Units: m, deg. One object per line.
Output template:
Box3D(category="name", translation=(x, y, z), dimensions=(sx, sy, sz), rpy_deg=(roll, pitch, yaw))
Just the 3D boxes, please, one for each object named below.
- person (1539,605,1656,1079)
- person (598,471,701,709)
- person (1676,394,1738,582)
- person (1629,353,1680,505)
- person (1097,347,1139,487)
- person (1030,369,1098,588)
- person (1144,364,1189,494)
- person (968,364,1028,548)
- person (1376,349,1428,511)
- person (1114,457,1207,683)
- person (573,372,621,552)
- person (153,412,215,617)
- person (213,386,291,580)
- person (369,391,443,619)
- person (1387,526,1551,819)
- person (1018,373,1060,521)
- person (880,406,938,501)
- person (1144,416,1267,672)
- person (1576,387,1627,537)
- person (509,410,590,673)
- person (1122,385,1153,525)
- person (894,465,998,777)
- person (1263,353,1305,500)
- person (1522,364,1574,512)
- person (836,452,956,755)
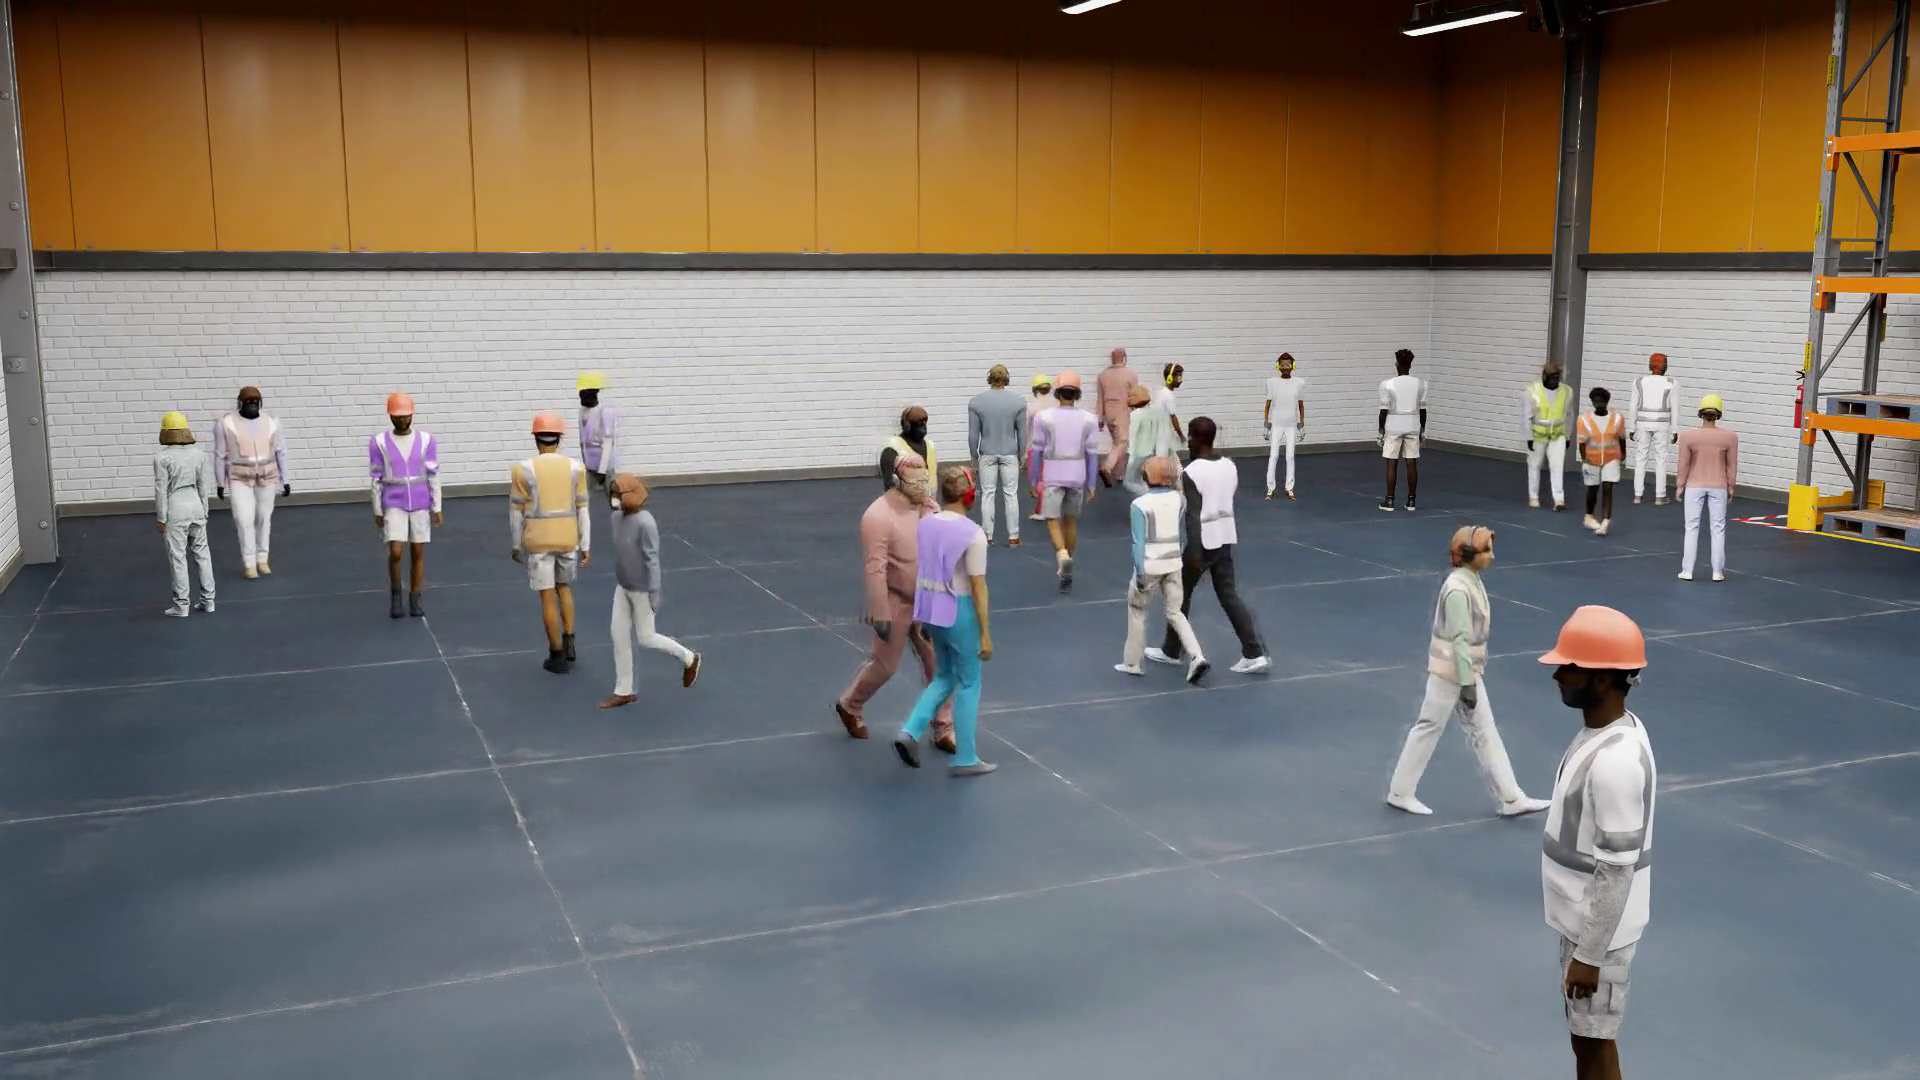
Box3D(category="person", translation=(1.934, 1.157, 5.144), dimensions=(0.356, 1.938, 0.543), rpy_deg=(3, 10, 16))
Box3D(category="person", translation=(-2.114, 0.322, 11.217), dimensions=(0.656, 1.609, 0.505), rpy_deg=(-9, 13, -43))
Box3D(category="person", translation=(6.992, -0.483, 15.597), dimensions=(0.523, 1.769, 0.319), rpy_deg=(3, 10, 17))
Box3D(category="person", translation=(8.627, -1.378, 20.680), dimensions=(0.581, 1.877, 0.339), rpy_deg=(7, 11, 35))
Box3D(category="person", translation=(2.114, -1.660, 22.420), dimensions=(0.646, 1.874, 0.880), rpy_deg=(9, 13, 43))
Box3D(category="person", translation=(0.978, -0.561, 15.333), dimensions=(0.613, 2.016, 0.860), rpy_deg=(-2, 10, -10))
Box3D(category="person", translation=(2.527, -1.142, 19.469), dimensions=(0.939, 1.815, 0.482), rpy_deg=(1, 9, 3))
Box3D(category="person", translation=(0.397, -0.877, 17.462), dimensions=(0.629, 1.940, 0.379), rpy_deg=(0, 9, 2))
Box3D(category="person", translation=(5.339, -1.327, 20.108), dimensions=(0.607, 1.966, 0.367), rpy_deg=(-1, 9, -4))
Box3D(category="person", translation=(1.453, 0.211, 11.838), dimensions=(0.512, 1.612, 0.727), rpy_deg=(-5, 11, -29))
Box3D(category="person", translation=(-3.754, -0.810, 17.276), dimensions=(0.601, 1.876, 1.023), rpy_deg=(9, 13, 44))
Box3D(category="person", translation=(-6.604, -0.221, 14.114), dimensions=(0.332, 1.734, 0.480), rpy_deg=(5, 10, 26))
Box3D(category="person", translation=(-6.676, -0.540, 15.778), dimensions=(0.657, 1.814, 0.766), rpy_deg=(-7, 12, -36))
Box3D(category="person", translation=(-4.627, -0.284, 13.946), dimensions=(0.546, 1.919, 0.514), rpy_deg=(-5, 11, -27))
Box3D(category="person", translation=(2.707, 0.718, 8.845), dimensions=(0.856, 1.589, 0.550), rpy_deg=(5, 11, 27))
Box3D(category="person", translation=(0.970, -1.034, 19.014), dimensions=(0.520, 1.739, 0.727), rpy_deg=(-6, 11, -33))
Box3D(category="person", translation=(-0.395, -0.228, 13.973), dimensions=(0.960, 1.791, 0.646), rpy_deg=(9, 13, 42))
Box3D(category="person", translation=(1.833, 0.035, 12.153), dimensions=(0.595, 1.881, 0.949), rpy_deg=(-9, 13, -42))
Box3D(category="person", translation=(7.083, -0.881, 18.387), dimensions=(0.532, 1.640, 0.735), rpy_deg=(3, 10, 18))
Box3D(category="person", translation=(-3.000, 0.017, 12.154), dimensions=(0.543, 1.909, 0.518), rpy_deg=(-6, 11, -32))
Box3D(category="person", translation=(2.056, -0.941, 18.819), dimensions=(0.410, 1.613, 0.517), rpy_deg=(5, 11, 27))
Box3D(category="person", translation=(-0.063, 0.484, 9.563), dimensions=(0.528, 1.832, 0.577), rpy_deg=(-7, 12, -36))
Box3D(category="person", translation=(4.111, -1.438, 21.077), dimensions=(0.533, 1.868, 0.310), rpy_deg=(1, 9, 6))
Box3D(category="person", translation=(7.120, -1.240, 20.133), dimensions=(0.641, 1.782, 0.952), rpy_deg=(1, 9, 6))
Box3D(category="person", translation=(-0.382, 0.371, 10.150), dimensions=(0.657, 1.863, 0.889), rpy_deg=(-9, 13, -44))
